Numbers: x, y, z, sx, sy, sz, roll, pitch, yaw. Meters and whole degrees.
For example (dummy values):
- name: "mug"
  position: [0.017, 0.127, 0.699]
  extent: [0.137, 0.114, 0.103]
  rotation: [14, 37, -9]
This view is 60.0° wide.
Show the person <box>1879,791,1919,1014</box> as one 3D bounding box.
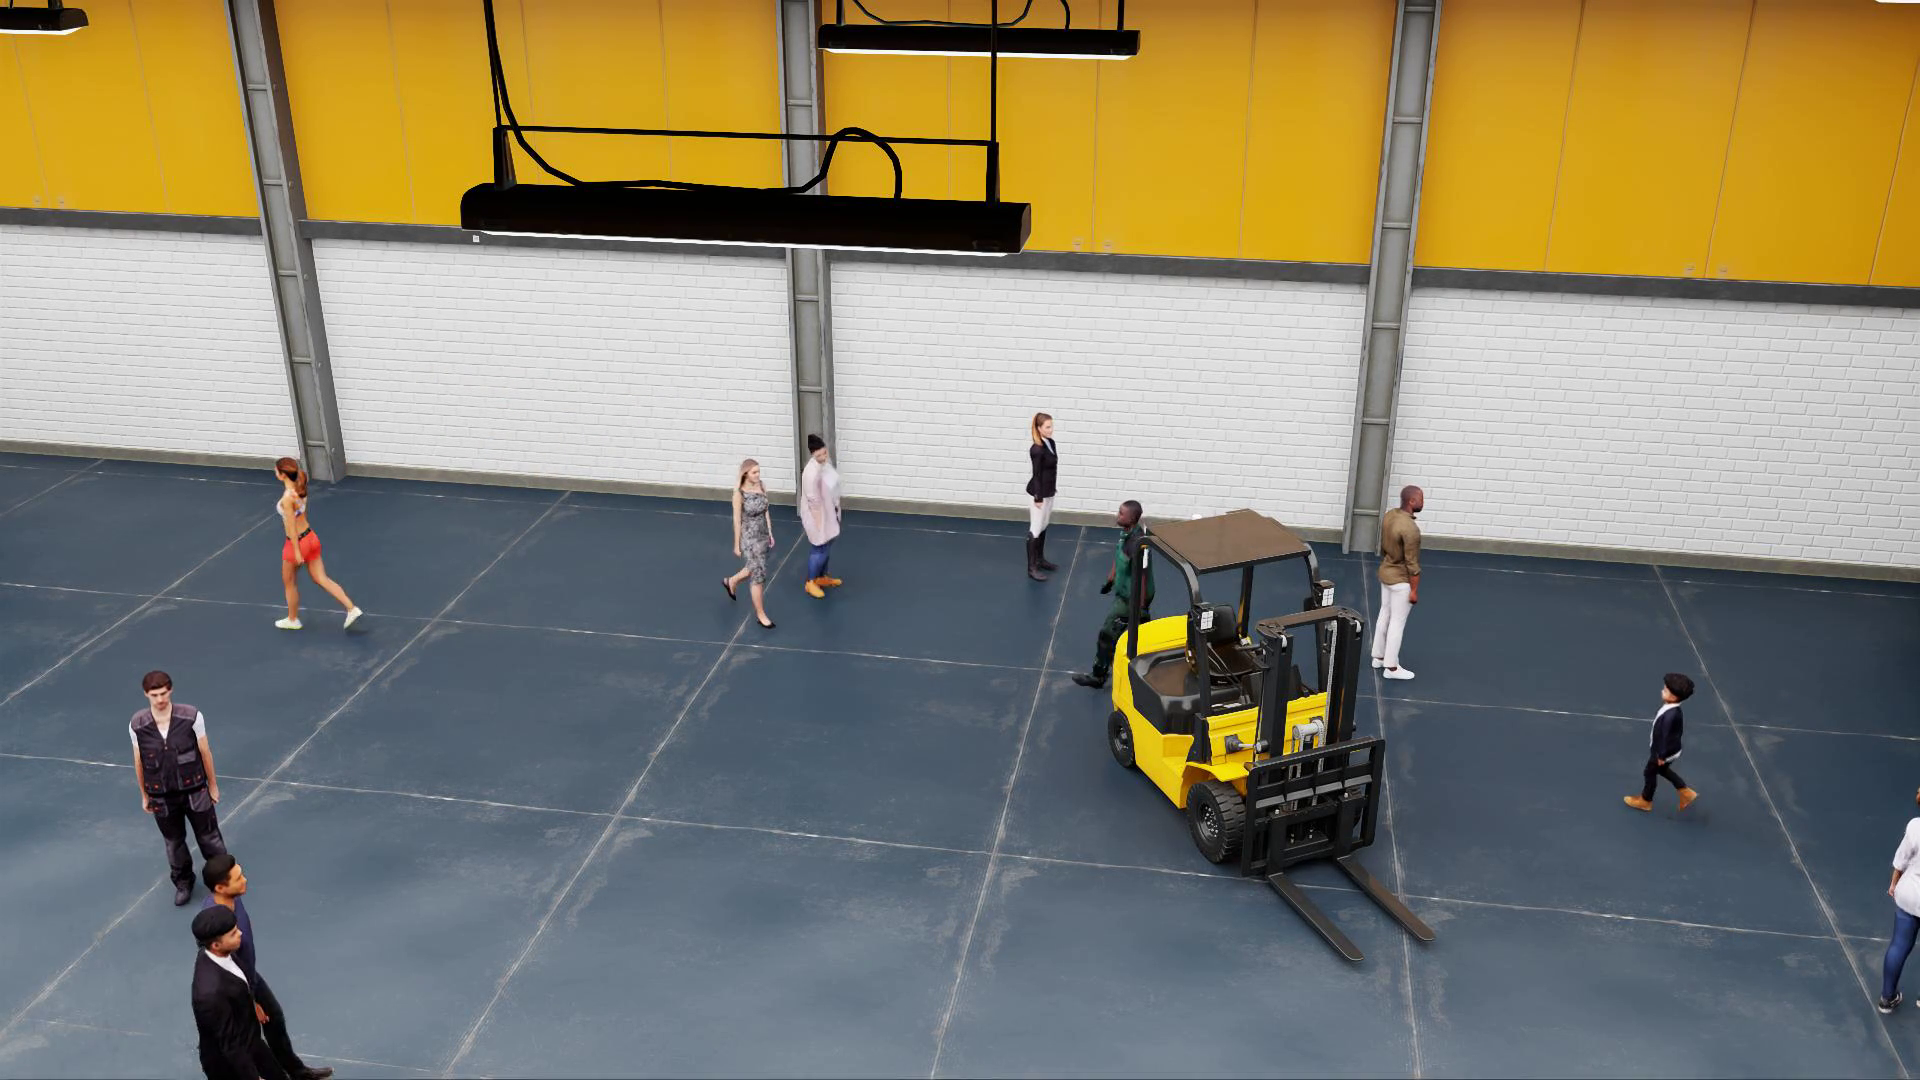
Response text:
- name: "person"
  position: [6.139, 2.314, 10.605]
  extent: [0.905, 1.707, 0.842]
  rotation: [-18, 29, -36]

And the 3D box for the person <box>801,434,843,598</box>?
- name: "person"
  position: [-1.378, -0.287, 16.536]
  extent: [0.633, 1.722, 0.705]
  rotation: [-3, 24, -6]

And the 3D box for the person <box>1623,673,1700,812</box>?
- name: "person"
  position: [5.520, 1.591, 12.877]
  extent: [0.820, 1.213, 0.671]
  rotation: [14, 27, 30]

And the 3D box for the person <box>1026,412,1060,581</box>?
- name: "person"
  position: [0.836, -0.456, 16.914]
  extent: [0.629, 1.729, 0.632]
  rotation: [12, 26, 25]

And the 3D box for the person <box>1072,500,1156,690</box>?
- name: "person"
  position: [1.604, 0.503, 14.630]
  extent: [1.089, 1.802, 0.812]
  rotation: [1, 24, 2]

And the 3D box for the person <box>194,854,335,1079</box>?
- name: "person"
  position: [-4.334, 2.645, 9.769]
  extent: [0.939, 1.771, 0.805]
  rotation: [-3, 24, -6]

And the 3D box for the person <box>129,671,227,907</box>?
- name: "person"
  position: [-5.518, 1.740, 11.749]
  extent: [0.699, 1.843, 0.812]
  rotation: [-8, 25, -17]

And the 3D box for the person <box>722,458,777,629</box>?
- name: "person"
  position: [-2.044, -0.006, 15.947]
  extent: [1.061, 1.679, 0.841]
  rotation: [18, 29, 35]

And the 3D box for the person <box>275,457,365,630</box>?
- name: "person"
  position: [-6.112, 0.073, 15.670]
  extent: [1.117, 1.757, 0.584]
  rotation: [4, 24, 8]

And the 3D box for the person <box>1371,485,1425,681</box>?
- name: "person"
  position: [3.934, 0.362, 14.926]
  extent: [0.736, 1.823, 0.797]
  rotation: [-5, 24, -11]

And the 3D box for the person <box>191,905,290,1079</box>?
- name: "person"
  position: [-4.124, 2.856, 9.182]
  extent: [1.036, 1.854, 0.905]
  rotation: [-4, 24, -10]
